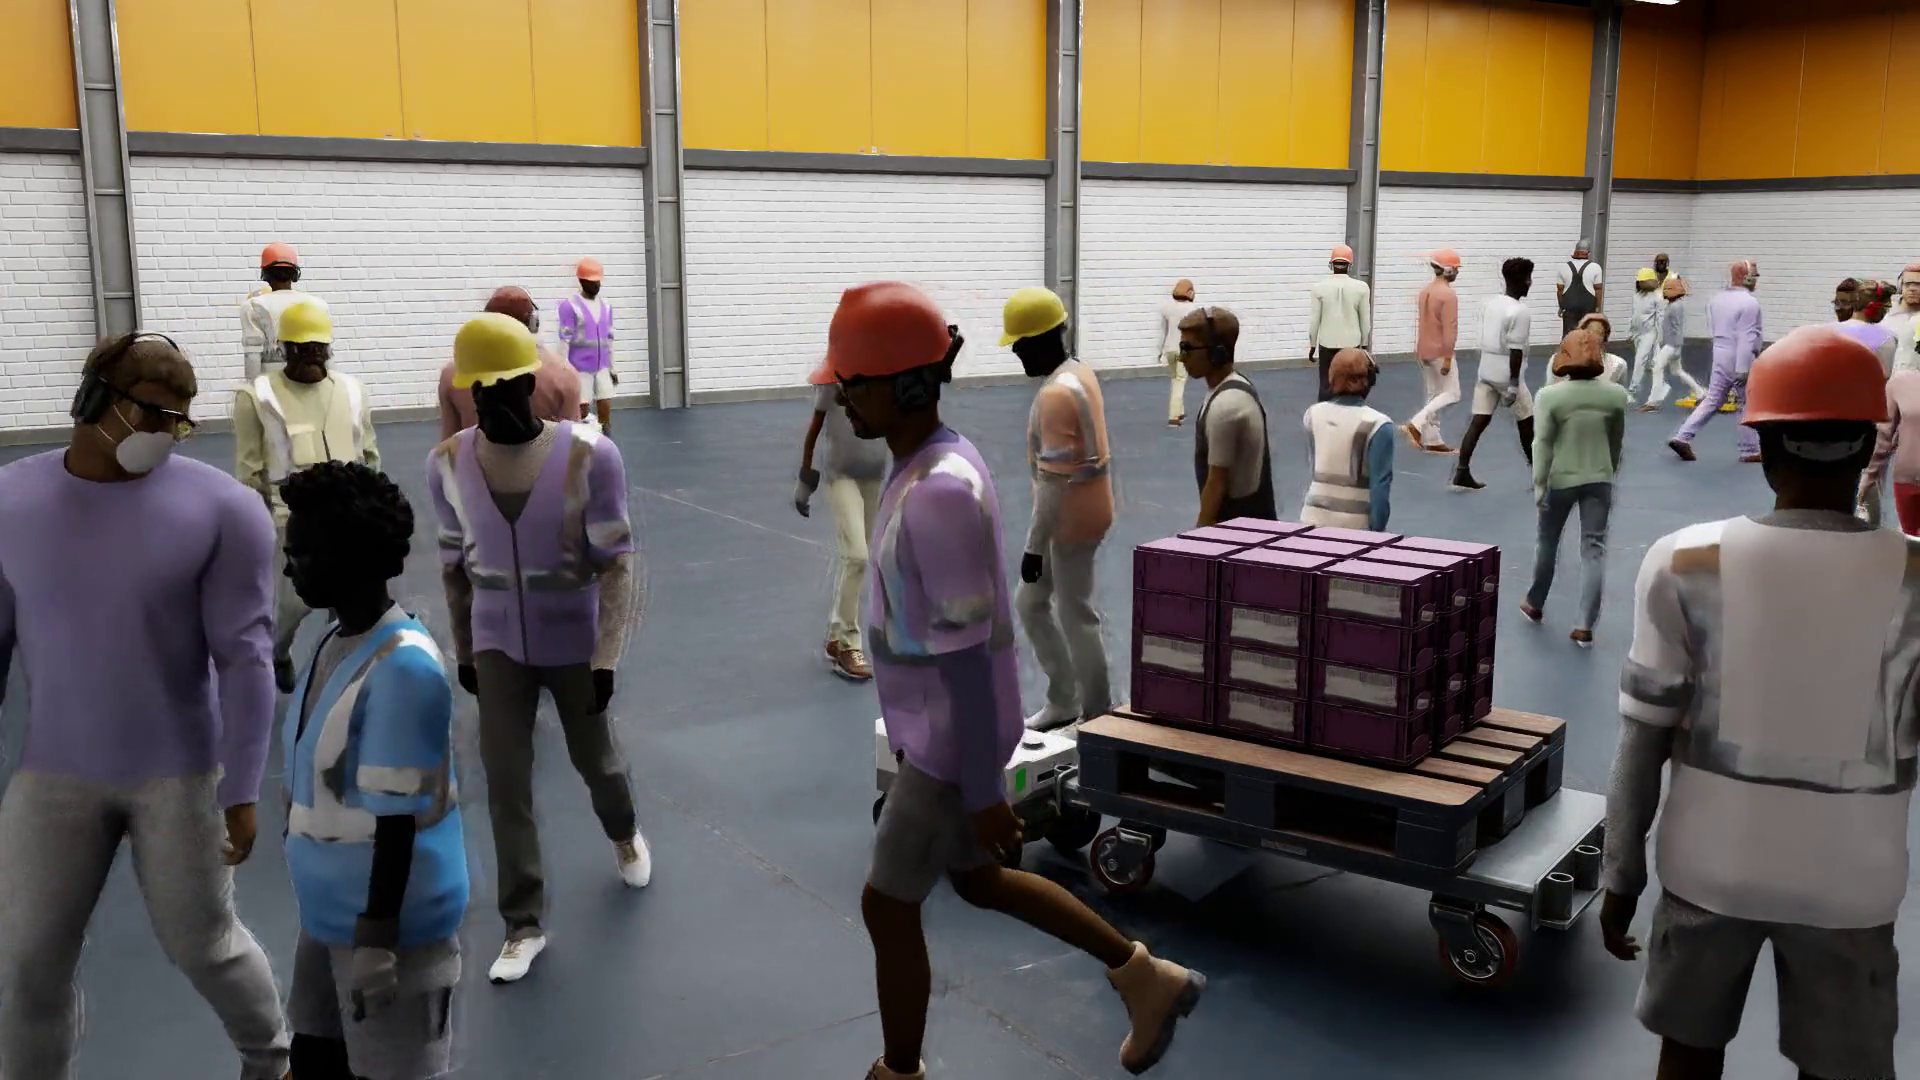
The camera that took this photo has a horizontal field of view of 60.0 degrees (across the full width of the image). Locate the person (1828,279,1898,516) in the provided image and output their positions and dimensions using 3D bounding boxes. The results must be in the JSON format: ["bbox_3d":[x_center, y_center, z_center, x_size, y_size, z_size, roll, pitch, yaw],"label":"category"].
[{"bbox_3d":[5.548,-0.729,10.500,0.537,1.817,0.573,-3,11,-18],"label":"person"}]

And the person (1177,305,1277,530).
[{"bbox_3d":[1.015,-0.015,6.568,0.550,1.818,0.543,1,10,4],"label":"person"}]

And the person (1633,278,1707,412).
[{"bbox_3d":[8.506,-2.301,19.721,0.815,1.600,0.507,3,11,17],"label":"person"}]

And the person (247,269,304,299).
[{"bbox_3d":[-6.429,-1.750,15.760,0.544,1.935,0.361,-5,11,-26],"label":"person"}]

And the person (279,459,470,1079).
[{"bbox_3d":[-1.080,0.680,3.132,0.666,1.676,0.544,-7,13,-35],"label":"person"}]

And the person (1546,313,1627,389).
[{"bbox_3d":[3.942,-0.646,10.609,0.512,1.614,0.725,1,10,8],"label":"person"}]

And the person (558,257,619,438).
[{"bbox_3d":[-3.365,-1.565,14.828,0.703,1.908,0.581,8,13,39],"label":"person"}]

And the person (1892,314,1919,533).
[{"bbox_3d":[5.857,-0.674,9.846,0.632,1.940,0.372,9,14,41],"label":"person"}]

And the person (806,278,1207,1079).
[{"bbox_3d":[0.098,0.422,3.720,0.913,2.007,0.634,0,10,-1],"label":"person"}]

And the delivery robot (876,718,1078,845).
[{"bbox_3d":[0.046,0.741,5.627,0.707,0.478,0.477,9,14,41],"label":"delivery robot"}]

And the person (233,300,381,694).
[{"bbox_3d":[-2.808,-0.131,7.207,0.603,1.811,0.597,-9,14,-41],"label":"person"}]

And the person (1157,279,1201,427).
[{"bbox_3d":[2.497,-2.070,18.398,0.534,1.600,0.756,7,13,35],"label":"person"}]

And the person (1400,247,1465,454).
[{"bbox_3d":[4.497,-1.776,15.793,0.565,1.980,0.620,-3,11,-14],"label":"person"}]

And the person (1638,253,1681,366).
[{"bbox_3d":[10.949,-3.587,26.110,0.648,1.829,0.482,3,11,14],"label":"person"}]

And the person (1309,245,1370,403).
[{"bbox_3d":[3.861,-1.998,16.950,0.611,1.996,0.379,2,10,10],"label":"person"}]

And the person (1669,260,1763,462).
[{"bbox_3d":[7.078,-1.638,15.323,0.927,1.875,0.652,-1,10,-5],"label":"person"}]

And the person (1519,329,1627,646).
[{"bbox_3d":[3.188,-0.291,8.687,0.510,1.597,0.815,0,10,2],"label":"person"}]

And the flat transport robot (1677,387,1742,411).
[{"bbox_3d":[9.466,-1.730,20.212,1.431,0.197,0.652,-6,12,-29],"label":"flat transport robot"}]

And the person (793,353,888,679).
[{"bbox_3d":[-0.453,-0.255,7.896,0.576,1.812,0.725,-8,13,-36],"label":"person"}]

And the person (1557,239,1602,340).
[{"bbox_3d":[9.687,-3.668,25.981,0.672,2.000,0.536,7,12,33],"label":"person"}]

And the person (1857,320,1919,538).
[{"bbox_3d":[4.725,-0.272,8.209,0.880,1.718,0.552,-6,12,-31],"label":"person"}]

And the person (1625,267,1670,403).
[{"bbox_3d":[8.683,-2.581,20.939,0.800,1.709,0.507,-4,11,-19],"label":"person"}]

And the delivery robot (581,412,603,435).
[{"bbox_3d":[-3.428,-0.993,15.133,0.477,0.478,0.707,-3,11,-17],"label":"delivery robot"}]

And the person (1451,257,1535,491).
[{"bbox_3d":[4.502,-1.341,13.571,1.004,1.910,0.607,-3,11,-17],"label":"person"}]

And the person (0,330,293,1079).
[{"bbox_3d":[-1.799,0.498,3.553,0.685,1.897,0.594,-2,10,-9],"label":"person"}]

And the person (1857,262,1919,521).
[{"bbox_3d":[6.505,-0.951,11.460,0.651,1.905,0.403,7,13,35],"label":"person"}]

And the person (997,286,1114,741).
[{"bbox_3d":[0.392,-0.068,6.675,0.578,1.877,0.675,2,10,8],"label":"person"}]

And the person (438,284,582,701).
[{"bbox_3d":[-1.995,-0.193,7.410,0.653,1.880,0.876,0,10,-1],"label":"person"}]

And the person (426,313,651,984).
[{"bbox_3d":[-1.216,0.258,4.929,0.604,1.883,0.882,1,10,3],"label":"person"}]

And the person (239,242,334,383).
[{"bbox_3d":[-4.657,-1.033,11.531,0.613,2.041,0.393,-9,14,-41],"label":"person"}]

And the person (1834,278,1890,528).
[{"bbox_3d":[5.670,-0.754,10.625,0.983,1.819,0.509,-7,13,-35],"label":"person"}]

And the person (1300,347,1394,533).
[{"bbox_3d":[1.762,-0.062,7.457,0.880,1.584,0.511,-9,14,-40],"label":"person"}]

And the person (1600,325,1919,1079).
[{"bbox_3d":[1.486,0.594,2.937,0.647,1.924,0.440,5,12,27],"label":"person"}]
